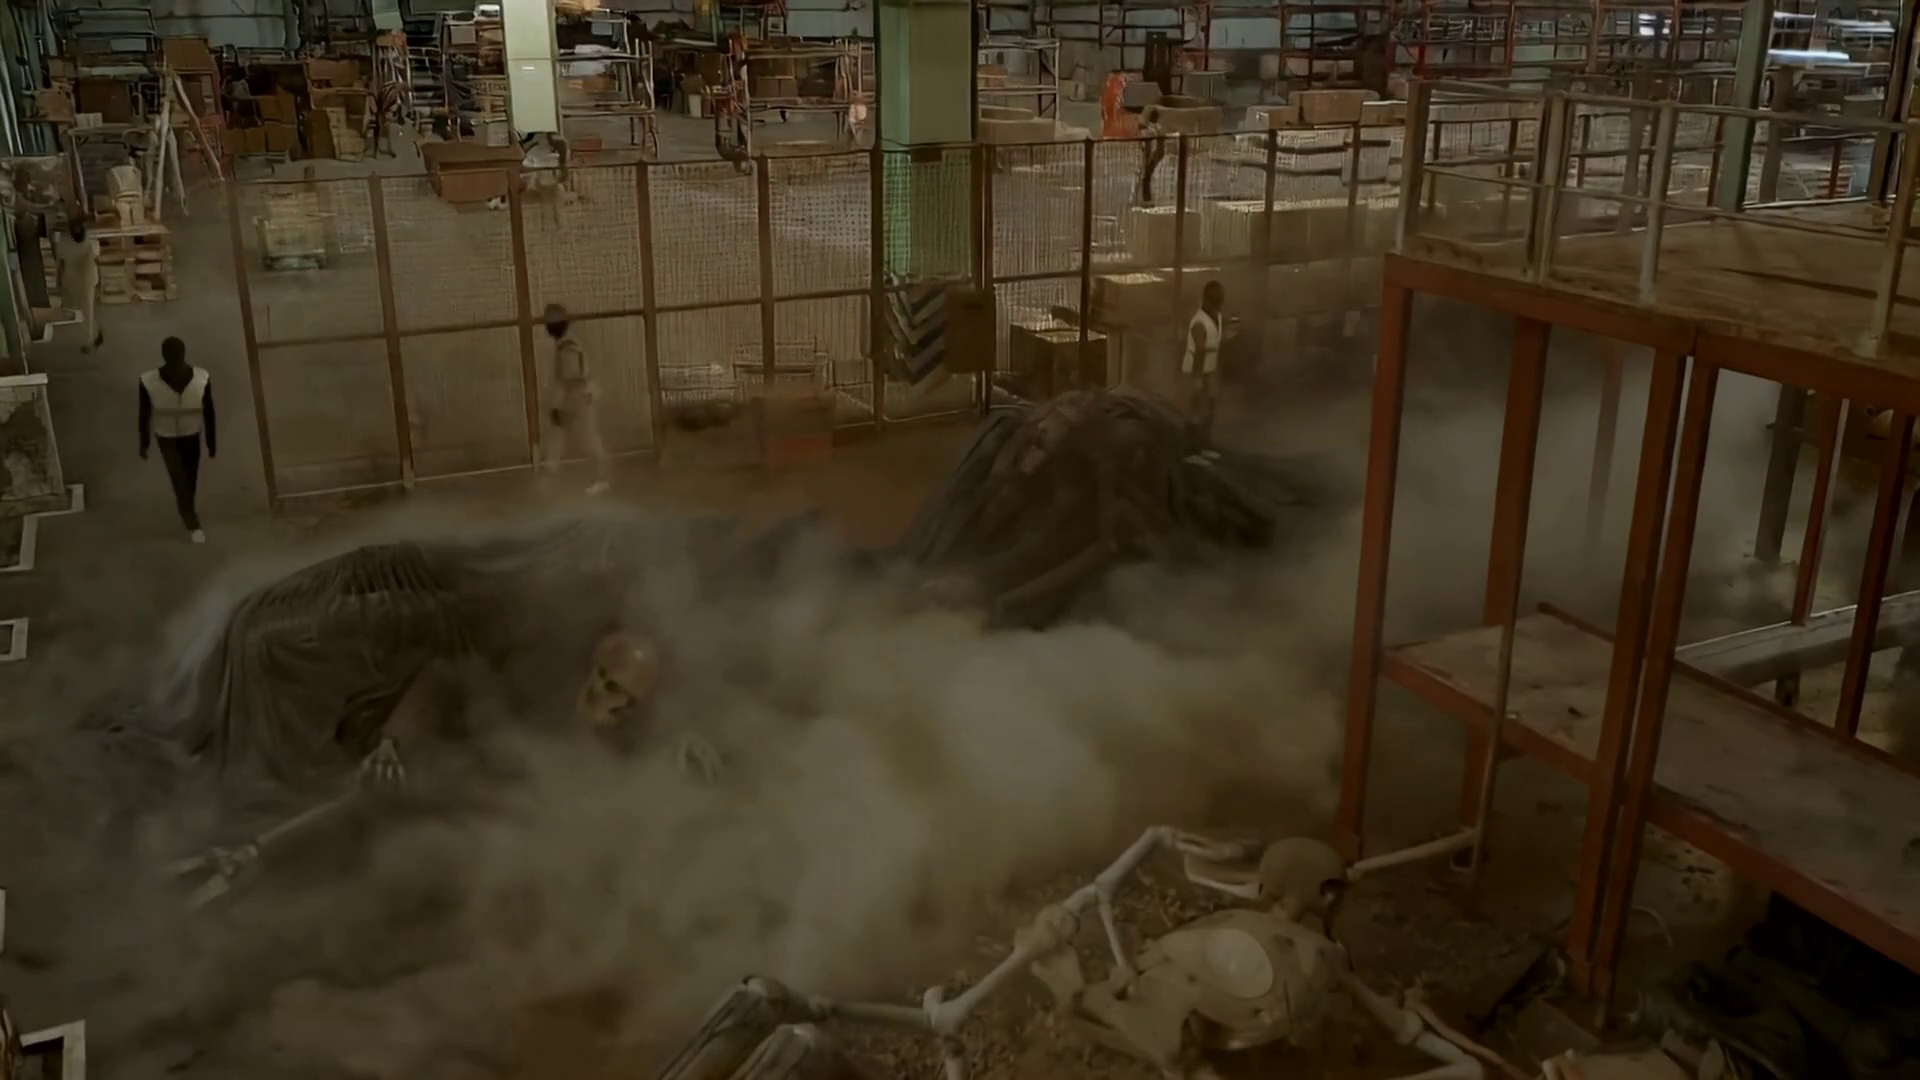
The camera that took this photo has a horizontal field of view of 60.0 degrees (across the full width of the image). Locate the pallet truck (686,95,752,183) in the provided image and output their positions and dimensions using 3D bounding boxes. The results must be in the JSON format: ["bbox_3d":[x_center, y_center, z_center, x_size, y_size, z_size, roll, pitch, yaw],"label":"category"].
[{"bbox_3d":[-5.836,-9.608,39.856,0.823,1.965,1.885,10,22,27],"label":"pallet truck"}]

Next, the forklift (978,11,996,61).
[{"bbox_3d":[0.931,-25.065,83.330,1.873,2.768,1.129,-9,21,-25],"label":"forklift"}]

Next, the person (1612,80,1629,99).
[{"bbox_3d":[20.374,-13.380,51.396,0.525,1.583,0.844,3,19,8],"label":"person"}]

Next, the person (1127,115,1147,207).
[{"bbox_3d":[3.838,-8.130,35.665,0.552,1.932,0.377,-16,25,-39],"label":"person"}]

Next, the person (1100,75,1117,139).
[{"bbox_3d":[4.440,-12.942,49.737,0.512,1.859,0.321,14,23,34],"label":"person"}]

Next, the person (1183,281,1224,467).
[{"bbox_3d":[2.501,-1.719,17.121,0.383,1.915,0.596,8,21,22],"label":"person"}]

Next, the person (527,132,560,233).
[{"bbox_3d":[-8.037,-6.915,32.178,0.584,1.918,0.408,-7,20,-19],"label":"person"}]

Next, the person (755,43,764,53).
[{"bbox_3d":[-8.287,-19.737,69.306,0.372,1.940,0.627,5,20,15],"label":"person"}]

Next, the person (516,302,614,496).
[{"bbox_3d":[-3.850,-1.323,15.972,0.982,1.905,0.610,-8,21,-23],"label":"person"}]

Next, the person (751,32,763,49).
[{"bbox_3d":[-9.606,-23.025,78.751,0.611,1.996,0.378,-3,19,-8],"label":"person"}]

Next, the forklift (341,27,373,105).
[{"bbox_3d":[-22.275,-17.346,60.954,1.873,2.768,1.129,-9,21,-25],"label":"forklift"}]

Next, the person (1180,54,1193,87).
[{"bbox_3d":[8.872,-18.247,65.378,0.543,1.671,0.706,1,19,3],"label":"person"}]

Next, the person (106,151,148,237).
[{"bbox_3d":[-14.745,-5.942,29.464,0.430,1.845,0.622,17,26,41],"label":"person"}]

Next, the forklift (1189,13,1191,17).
[{"bbox_3d":[10.532,-23.760,79.546,1.129,2.768,1.873,-9,21,-25],"label":"forklift"}]

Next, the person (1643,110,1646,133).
[{"bbox_3d":[19.802,-12.310,48.245,0.591,1.620,0.531,15,24,37],"label":"person"}]

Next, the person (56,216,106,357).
[{"bbox_3d":[-11.683,-3.405,22.155,0.536,1.820,0.985,-2,19,-6],"label":"person"}]

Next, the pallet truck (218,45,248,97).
[{"bbox_3d":[-28.879,-18.665,66.111,0.823,1.965,1.885,-3,19,-9],"label":"pallet truck"}]

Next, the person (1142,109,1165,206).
[{"bbox_3d":[4.151,-8.253,35.863,0.538,2.000,0.690,3,19,8],"label":"person"}]

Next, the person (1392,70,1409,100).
[{"bbox_3d":[13.722,-13.595,51.547,1.016,1.905,0.620,-9,21,-25],"label":"person"}]

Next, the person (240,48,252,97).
[{"bbox_3d":[-27.839,-18.256,65.044,0.381,1.918,0.585,-4,19,-12],"label":"person"}]

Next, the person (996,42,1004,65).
[{"bbox_3d":[1.558,-20.015,70.168,0.931,1.896,0.574,4,19,11],"label":"person"}]

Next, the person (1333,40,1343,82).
[{"bbox_3d":[16.239,-20.448,71.372,0.379,1.937,0.629,-3,19,-10],"label":"person"}]

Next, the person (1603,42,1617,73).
[{"bbox_3d":[30.480,-22.707,78.094,0.428,1.822,0.647,-5,20,-15],"label":"person"}]

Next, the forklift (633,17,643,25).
[{"bbox_3d":[-14.129,-21.547,73.131,1.873,2.768,1.129,-4,19,-11],"label":"forklift"}]

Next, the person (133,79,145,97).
[{"bbox_3d":[-25.347,-13.404,51.418,0.519,1.633,0.312,6,20,17],"label":"person"}]

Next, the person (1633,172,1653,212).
[{"bbox_3d":[10.759,-4.764,25.955,0.786,1.907,0.560,-1,19,-2],"label":"person"}]

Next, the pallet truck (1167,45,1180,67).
[{"bbox_3d":[9.045,-19.971,69.895,0.823,1.965,1.885,-3,19,-8],"label":"pallet truck"}]

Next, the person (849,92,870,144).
[{"bbox_3d":[-2.565,-10.618,42.987,0.540,1.868,0.597,14,23,35],"label":"person"}]

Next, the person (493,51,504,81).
[{"bbox_3d":[-17.251,-17.369,62.440,0.371,1.941,0.627,-18,26,-42],"label":"person"}]

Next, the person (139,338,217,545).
[{"bbox_3d":[-7.010,-0.927,14.928,0.634,1.849,1.009,-14,24,-35],"label":"person"}]

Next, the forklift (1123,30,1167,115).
[{"bbox_3d":[6.742,-16.294,57.904,1.873,2.768,1.129,-9,21,-25],"label":"forklift"}]

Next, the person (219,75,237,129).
[{"bbox_3d":[-23.167,-13.836,52.561,0.539,1.698,0.318,3,19,9],"label":"person"}]
